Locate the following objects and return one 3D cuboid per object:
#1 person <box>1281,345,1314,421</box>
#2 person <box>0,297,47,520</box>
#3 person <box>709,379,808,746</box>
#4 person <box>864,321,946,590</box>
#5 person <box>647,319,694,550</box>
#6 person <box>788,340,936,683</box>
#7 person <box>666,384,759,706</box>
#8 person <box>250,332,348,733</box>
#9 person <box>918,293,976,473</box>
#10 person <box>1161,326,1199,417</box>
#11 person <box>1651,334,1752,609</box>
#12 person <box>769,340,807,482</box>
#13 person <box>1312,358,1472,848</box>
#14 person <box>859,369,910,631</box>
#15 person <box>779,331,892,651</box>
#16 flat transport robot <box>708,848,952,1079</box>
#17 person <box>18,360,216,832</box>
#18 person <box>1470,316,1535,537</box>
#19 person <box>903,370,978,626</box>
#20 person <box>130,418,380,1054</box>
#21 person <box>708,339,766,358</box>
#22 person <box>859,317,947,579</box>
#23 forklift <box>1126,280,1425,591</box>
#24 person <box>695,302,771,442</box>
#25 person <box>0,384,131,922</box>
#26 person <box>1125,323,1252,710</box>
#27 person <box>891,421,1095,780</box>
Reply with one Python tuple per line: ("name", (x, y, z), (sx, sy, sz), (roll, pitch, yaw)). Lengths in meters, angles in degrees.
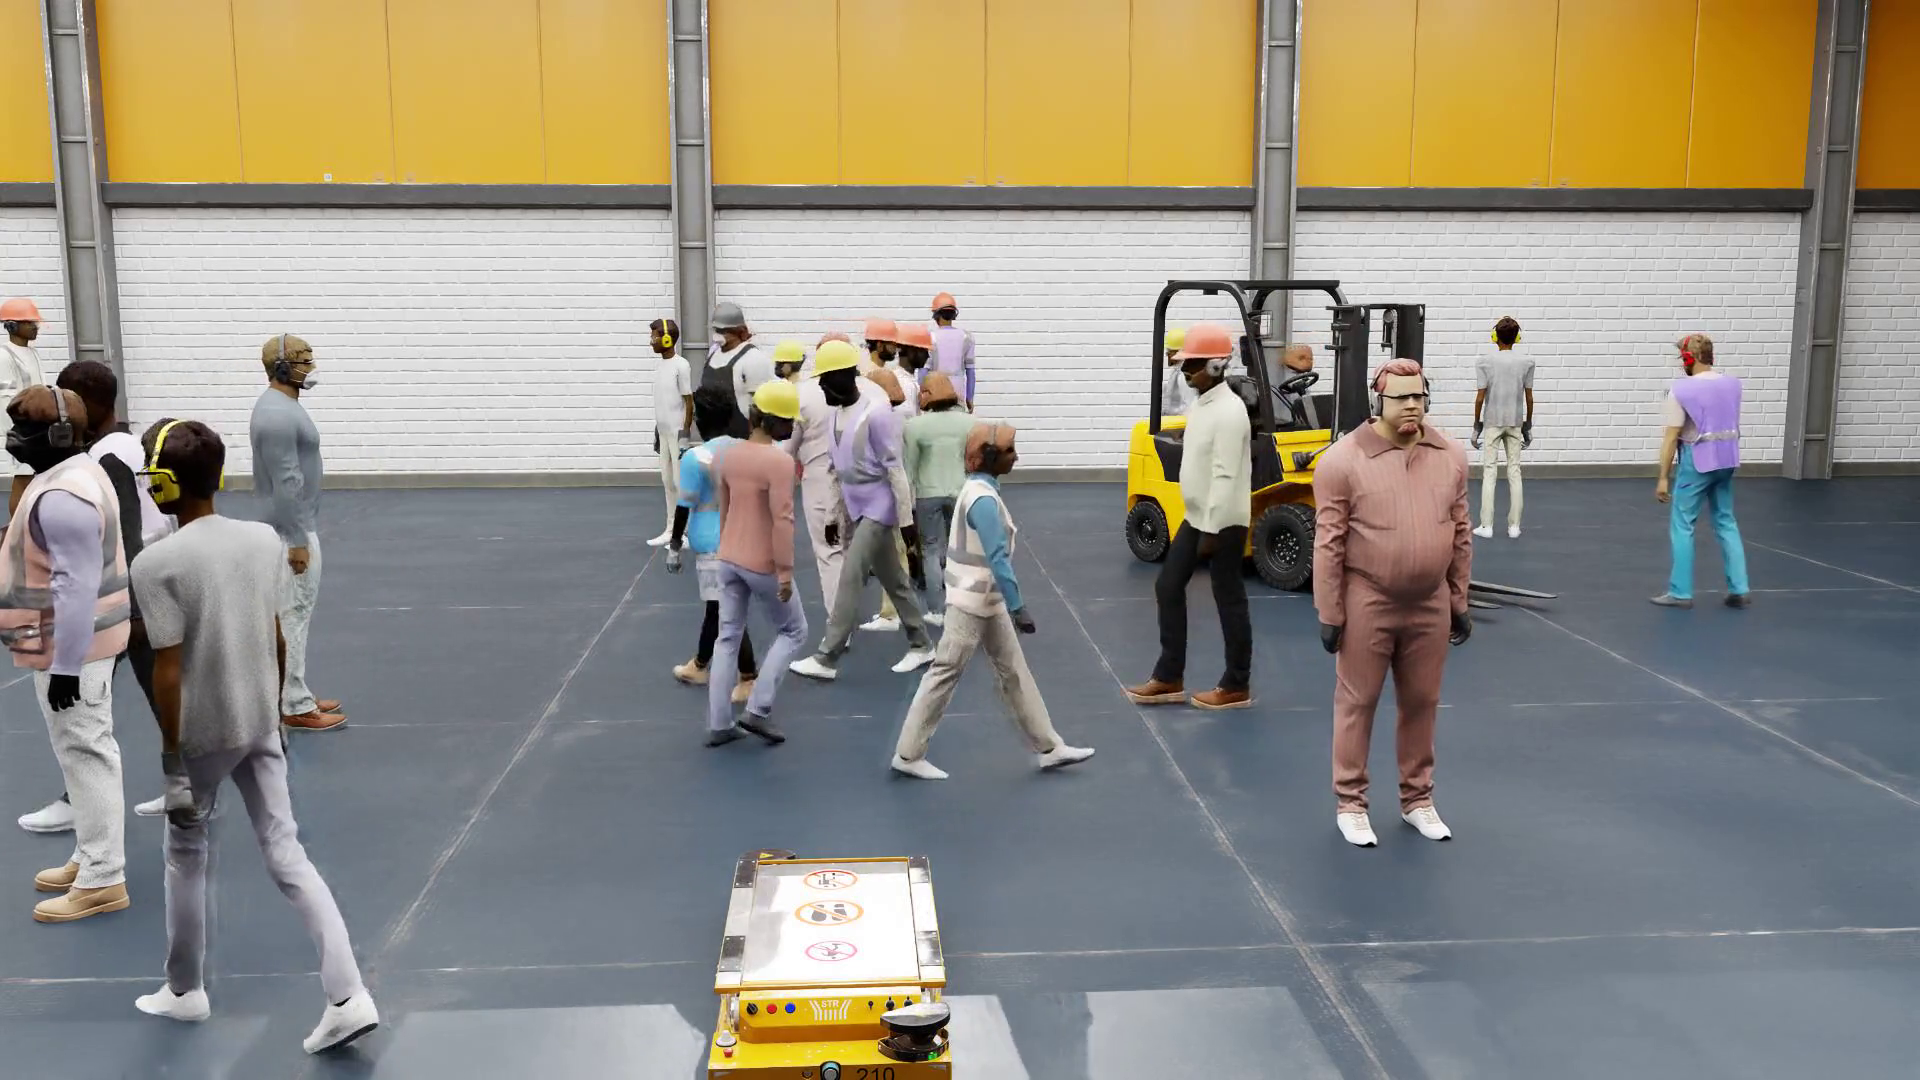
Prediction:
("person", (3.048, -0.996, 15.247), (0.889, 1.582, 0.508), (-1, 9, -3))
("person", (-7.245, -0.860, 12.940), (0.366, 2.047, 0.608), (-1, 9, -9))
("person", (-0.975, 0.123, 7.771), (0.640, 1.734, 0.440), (8, 12, 41))
("person", (-0.417, -0.565, 11.546), (0.775, 1.901, 0.554), (-1, 9, -5))
("person", (-2.335, -0.850, 13.449), (0.312, 1.864, 0.535), (-7, 11, -36))
("person", (-0.535, -0.154, 9.104), (0.999, 1.861, 0.598), (-4, 10, -26))
("person", (-1.290, 0.016, 8.664), (0.783, 1.654, 0.540), (6, 11, 34))
("person", (-3.240, -0.035, 8.098), (0.368, 1.939, 0.632), (-4, 10, -23))
("person", (-0.155, -1.430, 16.537), (0.616, 2.039, 0.387), (-4, 10, -22))
("person", (1.993, -0.934, 14.199), (0.770, 1.791, 0.590), (2, 9, 11))
("person", (4.939, -0.439, 10.996), (0.704, 1.823, 0.514), (-3, 9, -17))
("person", (-1.240, -0.656, 12.681), (0.895, 1.726, 0.529), (-5, 10, -27))
("person", (1.688, 0.247, 6.469), (0.646, 1.902, 0.401), (-2, 9, -11))
("person", (-0.475, -0.248, 10.388), (0.280, 1.634, 0.498), (3, 9, 16))
("person", (-0.784, -0.311, 10.011), (0.657, 1.874, 0.856), (-4, 10, -23))
("flat transport robot", (-0.394, 1.269, 5.127), (0.652, 0.197, 1.431), (-1, 9, -4))
("person", (-3.443, 0.228, 6.627), (0.845, 1.871, 0.663), (-3, 10, -20))
("person", (4.579, -0.948, 14.043), (0.508, 1.872, 0.328), (1, 9, 4))
("person", (-0.109, -0.256, 10.467), (0.542, 1.616, 0.394), (-3, 9, -17))
("person", (-2.055, 0.567, 4.739), (0.959, 1.835, 0.531), (5, 11, 30))
("person", (-2.065, -1.130, 15.073), (0.639, 1.910, 0.407), (5, 10, 30))
("person", (-0.484, -0.658, 12.125), (0.874, 1.902, 0.563), (0, 9, -1))
("forklift", (2.301, -0.860, 12.475), (1.214, 2.155, 2.313), (-6, 11, -35))
("person", (-1.747, -0.880, 13.081), (0.705, 2.000, 0.679), (-8, 12, -42))
("person", (-3.109, 0.382, 5.780), (0.429, 1.844, 0.632), (-4, 10, -26))
("person", (1.151, -0.097, 8.370), (0.776, 1.967, 0.653), (-2, 9, -12))
("person", (0.114, 0.276, 7.242), (0.899, 1.585, 0.514), (1, 9, 4))
